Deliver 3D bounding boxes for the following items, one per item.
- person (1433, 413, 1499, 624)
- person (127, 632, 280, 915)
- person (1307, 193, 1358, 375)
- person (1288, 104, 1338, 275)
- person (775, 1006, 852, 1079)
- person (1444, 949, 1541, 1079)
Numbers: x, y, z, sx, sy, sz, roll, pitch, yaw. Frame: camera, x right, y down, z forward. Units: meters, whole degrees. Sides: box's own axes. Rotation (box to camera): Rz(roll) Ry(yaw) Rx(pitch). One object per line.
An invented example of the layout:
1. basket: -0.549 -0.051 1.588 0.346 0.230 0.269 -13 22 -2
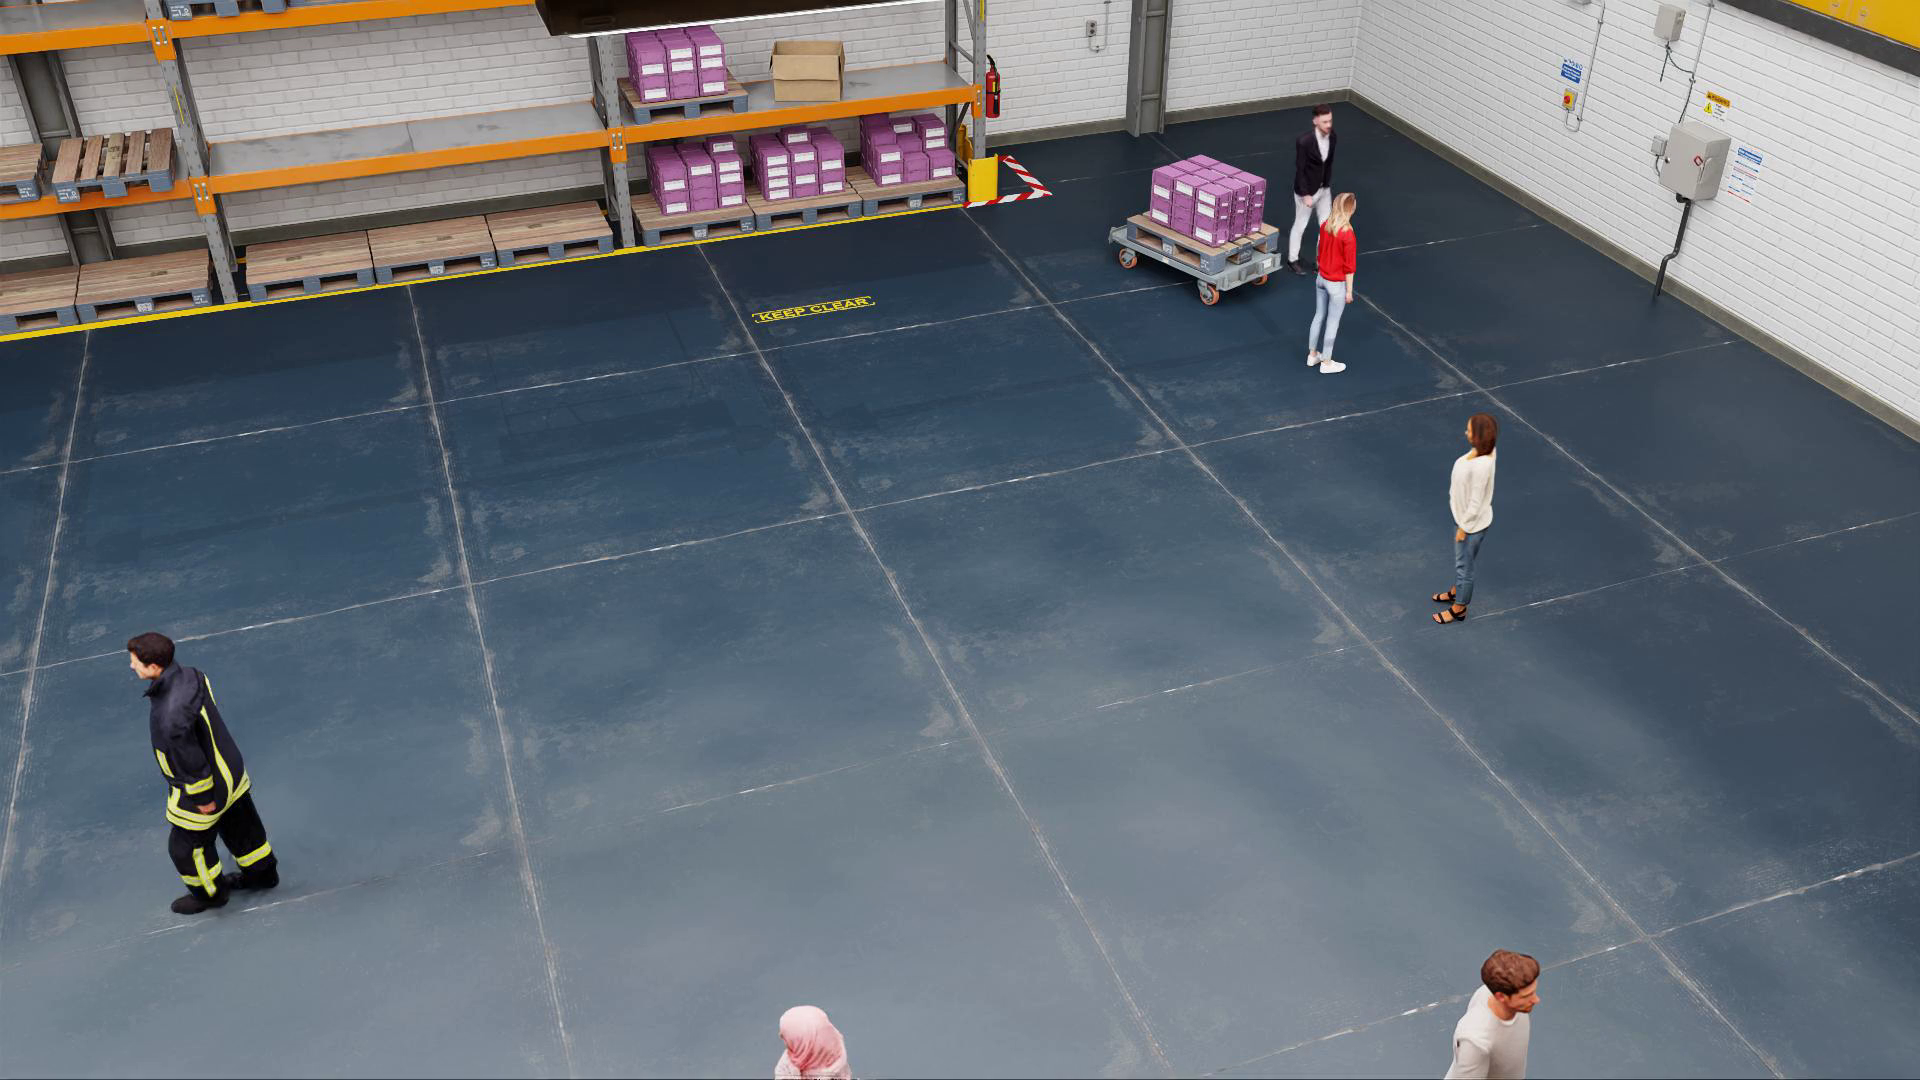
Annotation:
1. person: 3.625 -0.163 11.791 0.732 1.677 0.703 9 35 14
2. person: -4.185 1.295 9.389 0.845 1.909 0.827 -9 35 -13
3. person: 3.367 -2.327 15.022 0.554 1.705 0.643 -17 37 -24
4. person: 3.478 -3.544 16.753 0.802 1.815 0.774 -17 37 -24
5. person: -0.538 2.710 7.372 0.933 1.784 0.853 7 34 10
6. person: 2.333 2.541 7.518 0.821 1.904 0.724 21 39 28
